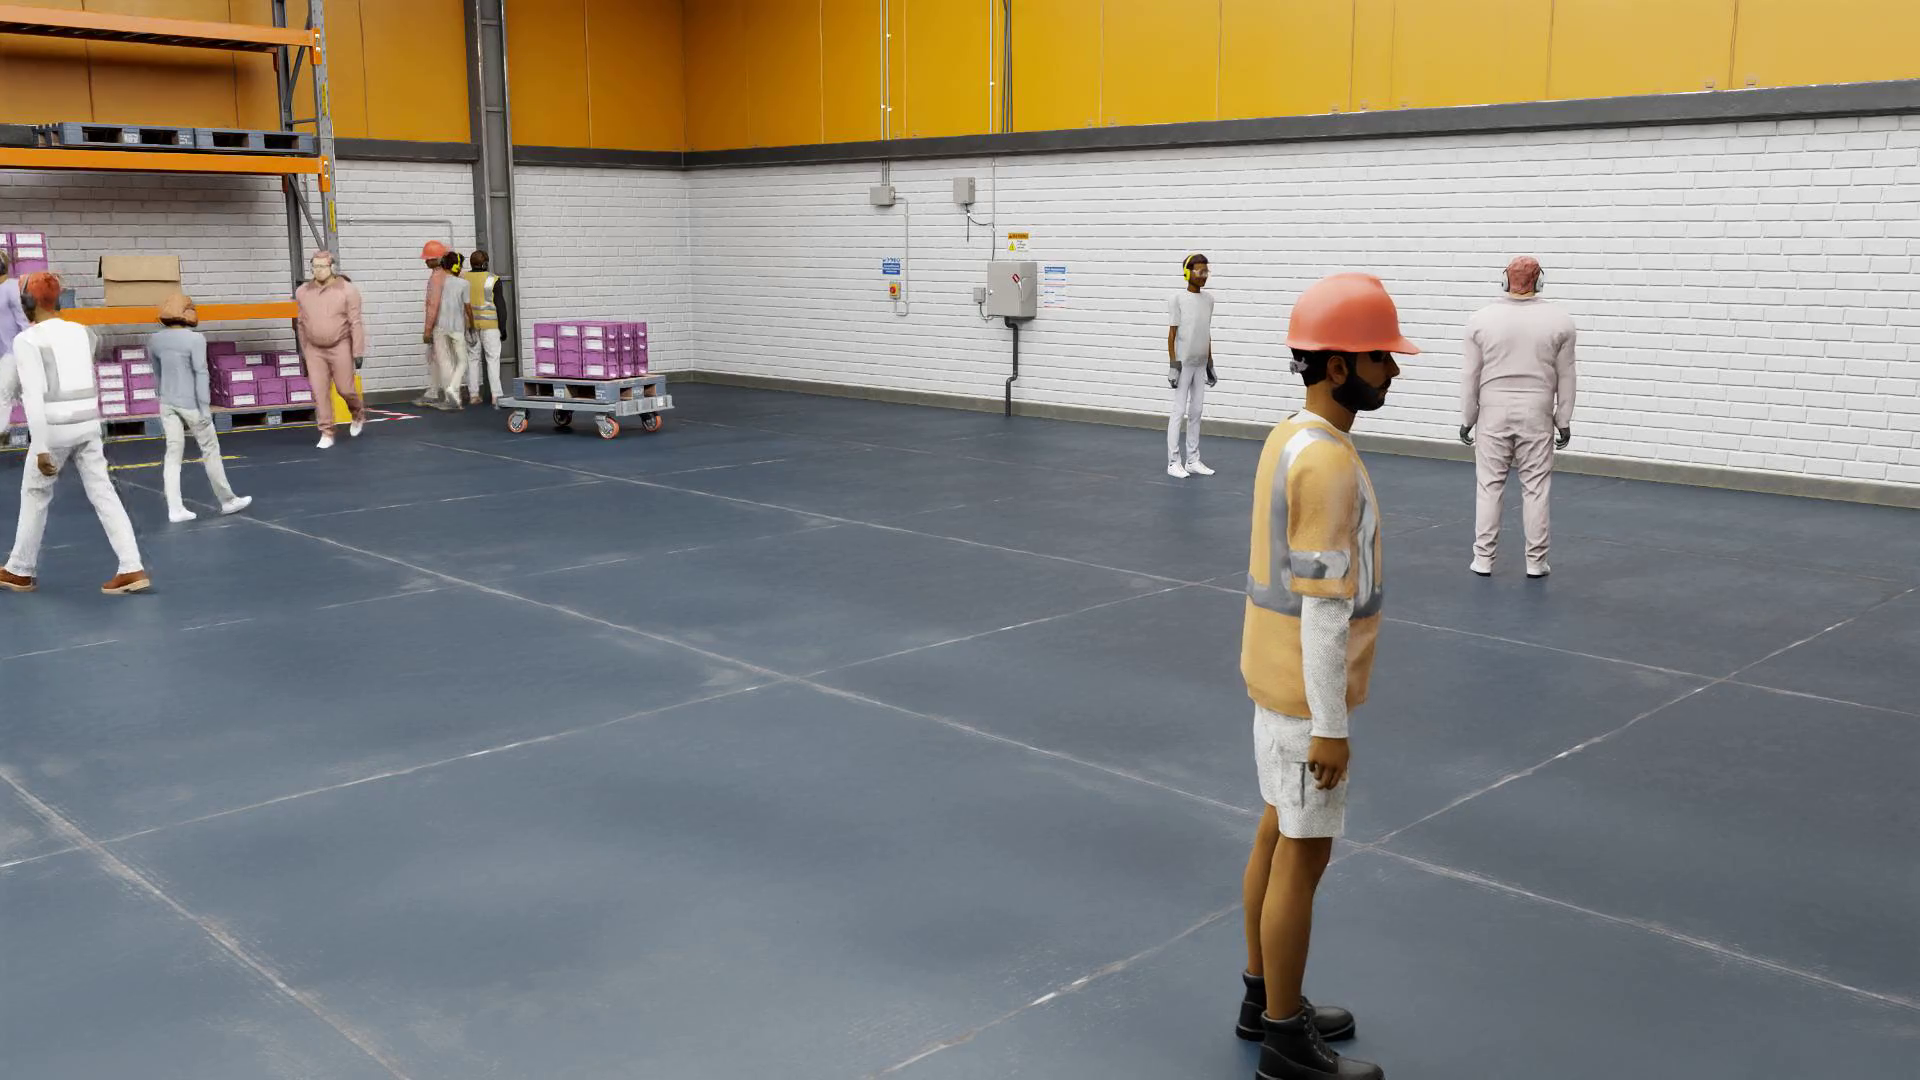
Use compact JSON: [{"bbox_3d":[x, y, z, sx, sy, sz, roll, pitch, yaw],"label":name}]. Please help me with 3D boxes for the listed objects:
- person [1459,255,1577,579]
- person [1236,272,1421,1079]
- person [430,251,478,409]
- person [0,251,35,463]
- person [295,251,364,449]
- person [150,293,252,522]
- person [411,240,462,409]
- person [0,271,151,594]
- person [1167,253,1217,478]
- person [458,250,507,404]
[{"bbox_3d":[3.296,-0.724,9.864,0.652,1.904,0.403,3,11,16],"label":"person"},{"bbox_3d":[0.862,0.341,3.965,0.379,1.938,0.547,1,10,3],"label":"person"},{"bbox_3d":[-5.880,-2.401,19.202,0.533,1.843,0.641,2,11,8],"label":"person"},{"bbox_3d":[-8.383,-1.565,14.457,0.657,1.895,0.985,8,13,39],"label":"person"},{"bbox_3d":[-6.054,-1.844,16.059,0.639,1.885,0.737,0,10,-1],"label":"person"},{"bbox_3d":[-5.476,-0.956,11.901,0.527,1.607,0.670,3,11,17],"label":"person"},{"bbox_3d":[-6.177,-2.482,19.317,0.740,1.950,0.649,0,10,-2],"label":"person"},{"bbox_3d":[-5.049,-0.588,9.369,1.018,1.834,0.554,4,11,20],"label":"person"},{"bbox_3d":[1.957,-1.463,13.994,0.508,1.870,0.329,-8,13,-36],"label":"person"},{"bbox_3d":[-5.739,-2.553,20.013,0.633,1.843,0.429,1,10,8],"label":"person"}]
